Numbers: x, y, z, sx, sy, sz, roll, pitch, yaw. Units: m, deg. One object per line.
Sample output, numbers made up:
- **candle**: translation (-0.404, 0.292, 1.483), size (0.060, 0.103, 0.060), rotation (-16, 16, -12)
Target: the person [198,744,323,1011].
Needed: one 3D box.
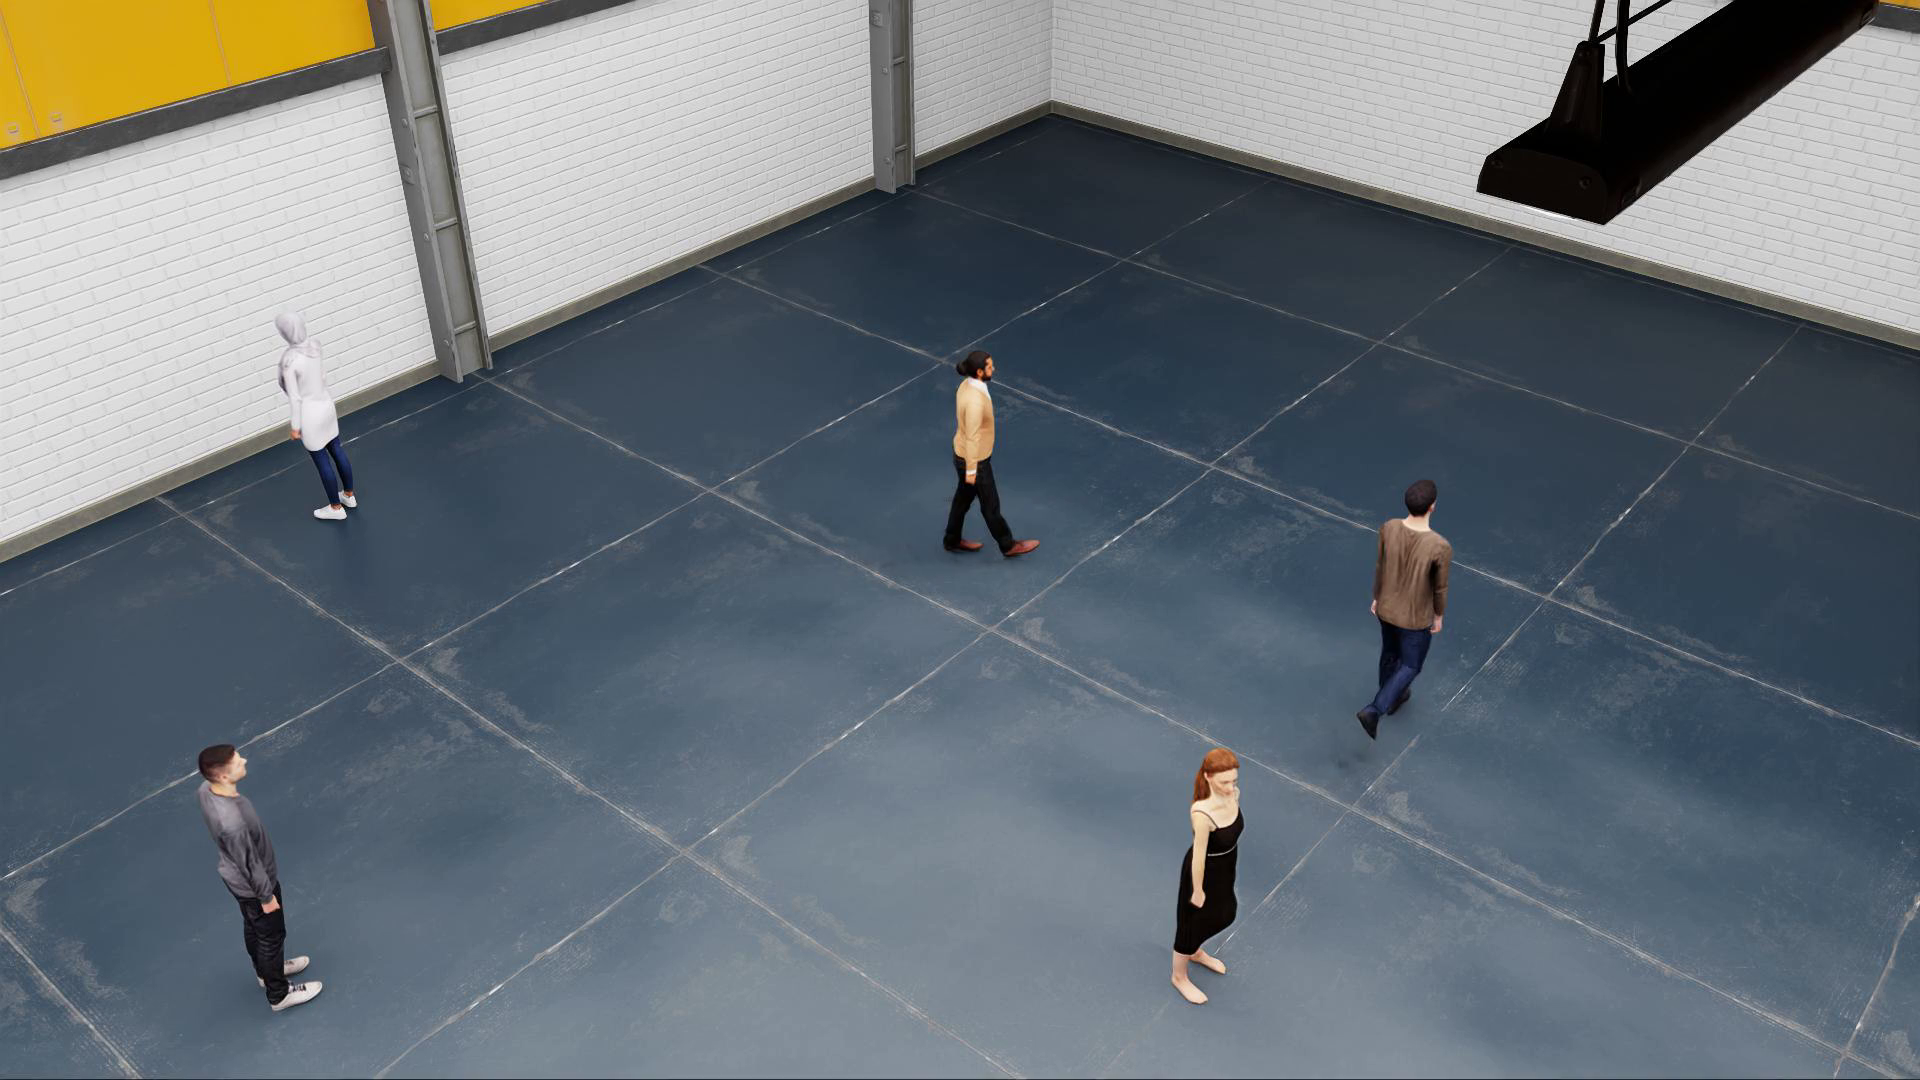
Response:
- **person**: translation (-3.797, 1.790, 8.872), size (0.581, 1.761, 0.642), rotation (-26, 41, -33)

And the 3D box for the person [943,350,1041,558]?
- **person**: translation (0.039, -0.620, 12.524), size (1.092, 1.731, 1.029), rotation (-2, 34, -4)

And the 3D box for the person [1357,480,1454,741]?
- **person**: translation (2.849, 0.481, 10.741), size (0.698, 1.871, 1.019), rotation (28, 43, 35)

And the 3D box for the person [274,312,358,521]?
- **person**: translation (-5.041, -0.975, 13.018), size (0.740, 1.777, 0.594), rotation (11, 35, 16)

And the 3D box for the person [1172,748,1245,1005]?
- **person**: translation (1.336, 1.781, 9.007), size (0.624, 1.626, 0.499), rotation (23, 40, 30)
